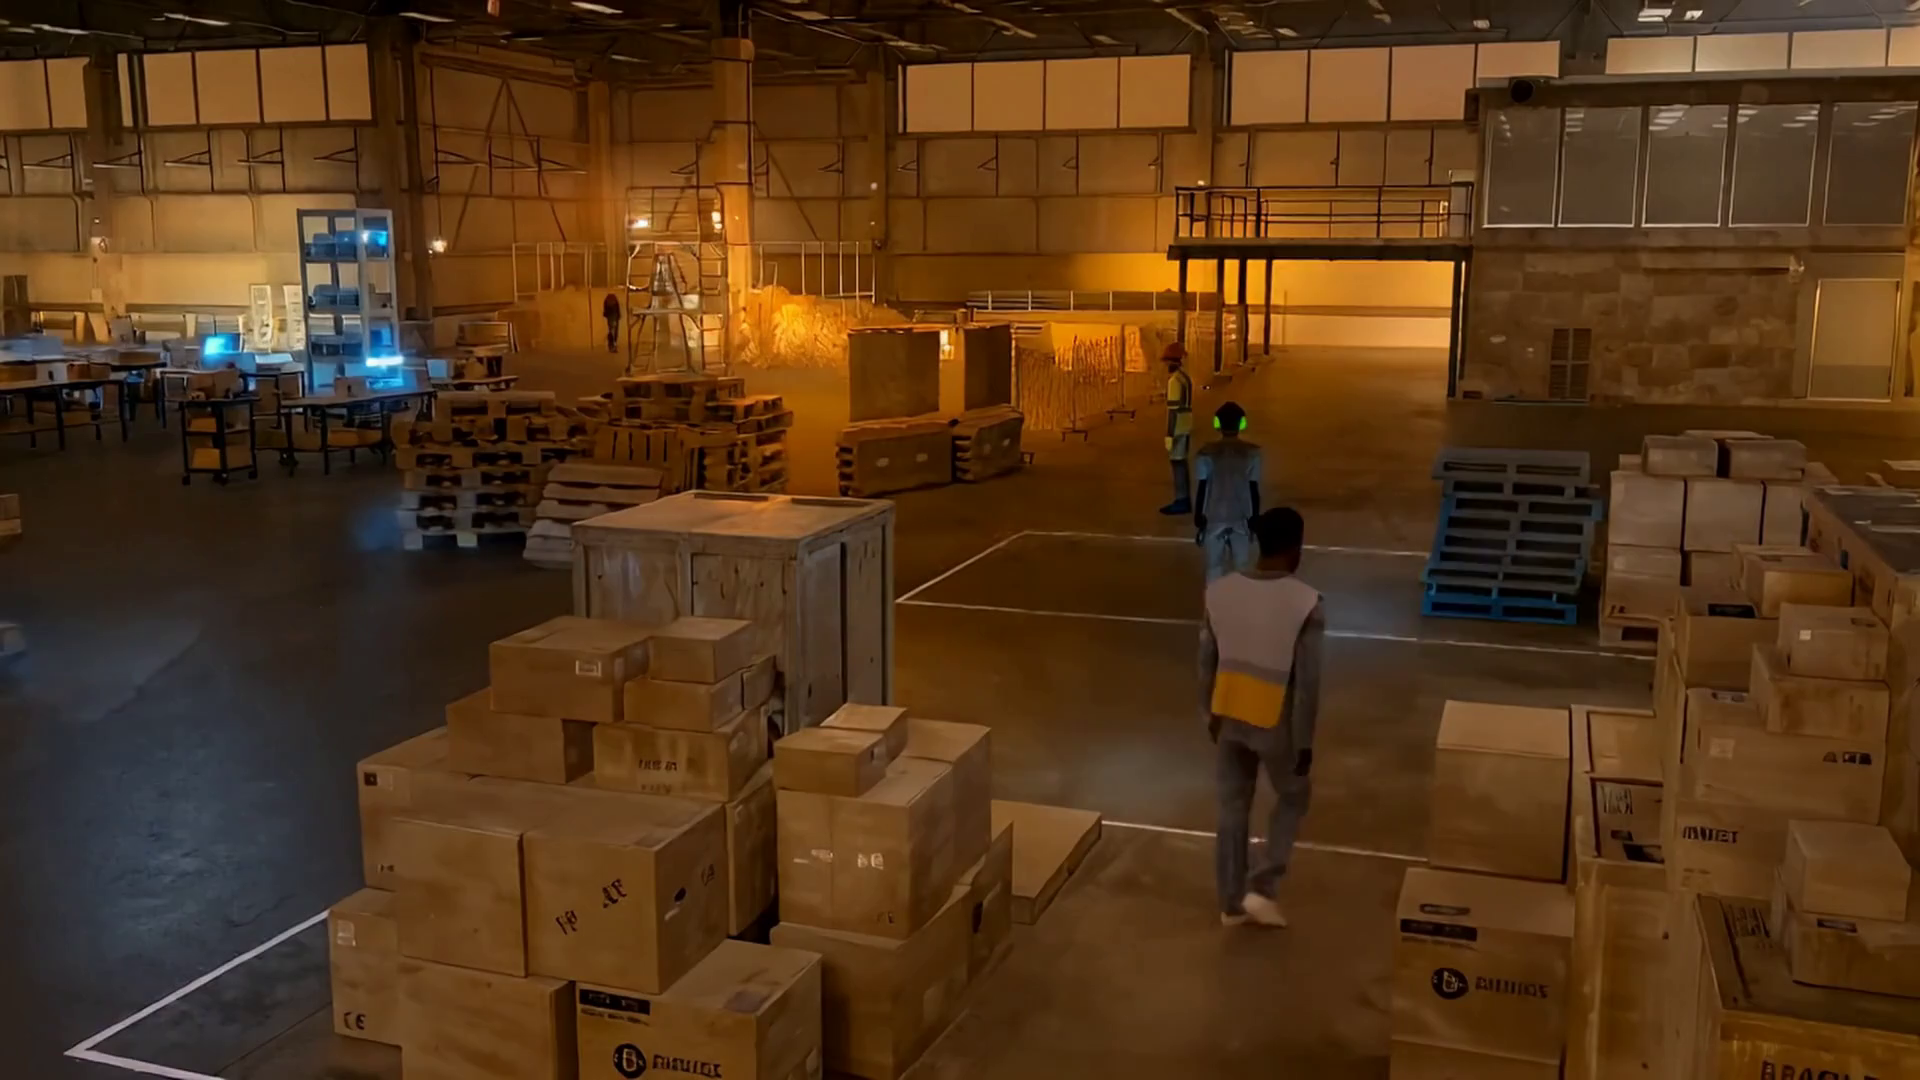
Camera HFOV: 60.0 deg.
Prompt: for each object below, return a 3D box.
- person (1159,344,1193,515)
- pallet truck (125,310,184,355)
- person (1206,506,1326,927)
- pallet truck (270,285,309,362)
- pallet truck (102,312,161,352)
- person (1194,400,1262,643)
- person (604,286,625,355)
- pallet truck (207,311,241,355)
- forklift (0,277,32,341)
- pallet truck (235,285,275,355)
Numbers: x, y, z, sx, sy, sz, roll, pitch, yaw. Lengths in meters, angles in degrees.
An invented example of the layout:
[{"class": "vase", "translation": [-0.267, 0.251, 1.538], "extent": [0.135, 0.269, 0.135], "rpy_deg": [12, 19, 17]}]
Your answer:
[{"class": "person", "translation": [2.425, -1.243, 18.773], "extent": [0.399, 1.928, 0.542], "rpy_deg": [4, 11, 22]}, {"class": "pallet truck", "translation": [-22.038, -5.665, 45.457], "extent": [0.704, 1.261, 1.522], "rpy_deg": [3, 11, 17]}, {"class": "person", "translation": [1.329, 0.795, 7.347], "extent": [0.613, 1.900, 0.443], "rpy_deg": [9, 13, 41]}, {"class": "pallet truck", "translation": [-17.147, -5.700, 43.663], "extent": [0.823, 1.965, 1.885], "rpy_deg": [3, 11, 17]}, {"class": "pallet truck", "translation": [-23.057, -5.777, 46.261], "extent": [0.680, 1.201, 1.601], "rpy_deg": [3, 11, 19]}, {"class": "person", "translation": [2.045, -0.131, 12.707], "extent": [0.503, 1.862, 0.328], "rpy_deg": [1, 10, 5]}, {"class": "person", "translation": [-9.528, -6.056, 45.923], "extent": [0.402, 1.906, 0.652], "rpy_deg": [-9, 13, -41]}, {"class": "pallet truck", "translation": [-19.537, -5.575, 44.913], "extent": [0.653, 1.274, 1.630], "rpy_deg": [3, 11, 19]}, {"class": "forklift", "translation": [-27.151, -6.329, 46.328], "extent": [1.157, 1.987, 2.680], "rpy_deg": [3, 11, 17]}, {"class": "pallet truck", "translation": [-18.327, -5.835, 44.421], "extent": [0.823, 1.965, 1.885], "rpy_deg": [4, 11, 23]}]
